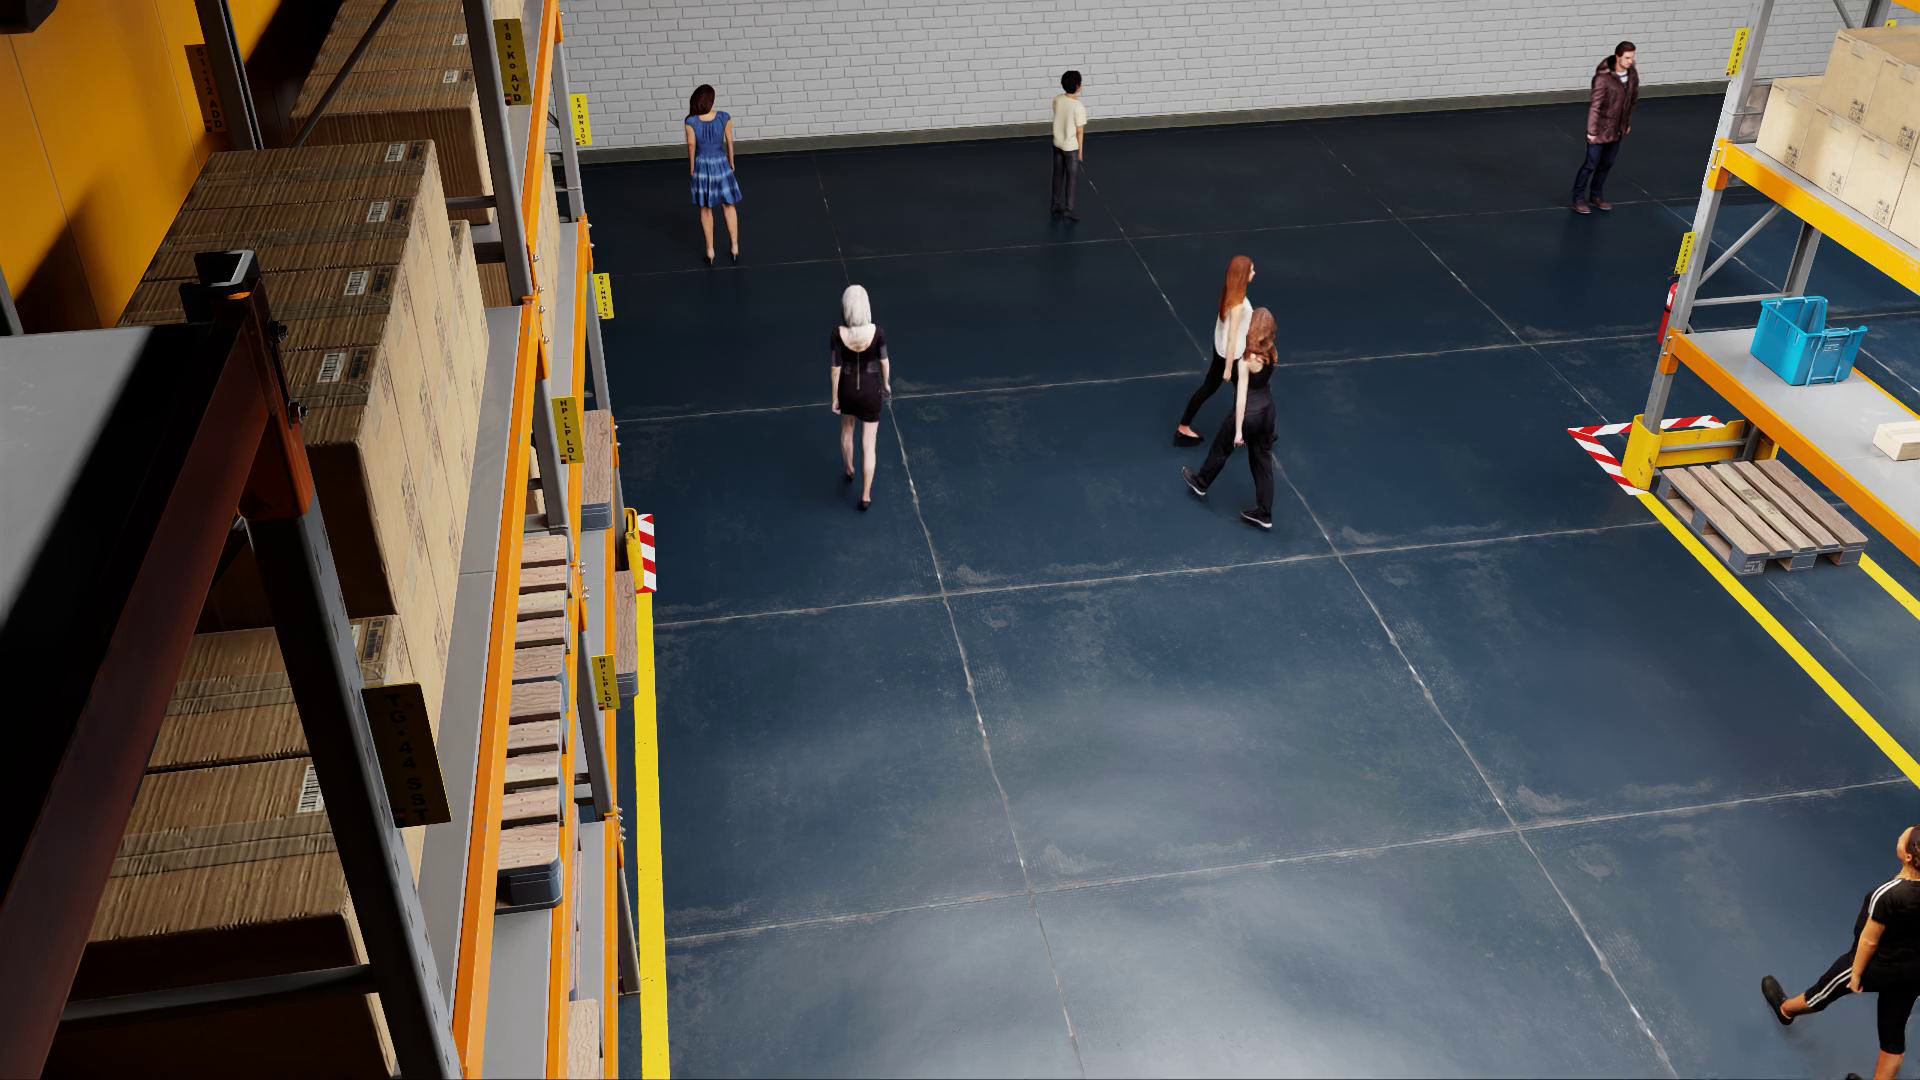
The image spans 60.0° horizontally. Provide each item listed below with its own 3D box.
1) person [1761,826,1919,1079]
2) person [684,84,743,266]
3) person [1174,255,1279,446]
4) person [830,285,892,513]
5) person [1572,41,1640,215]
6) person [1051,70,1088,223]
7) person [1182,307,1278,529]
[{"bbox_3d":[4.515,2.108,8.012,0.599,1.627,1.051,-7,34,-10],"label":"person"},{"bbox_3d":[-2.452,-3.621,16.471,0.702,1.805,0.628,-11,35,-16],"label":"person"},{"bbox_3d":[2.077,-1.481,13.362,0.723,1.683,1.028,-2,34,-3],"label":"person"},{"bbox_3d":[-0.758,-1.027,12.564,0.684,1.809,0.912,1,34,1],"label":"person"},{"bbox_3d":[6.826,-4.372,17.568,0.815,1.841,0.754,-15,36,-21],"label":"person"},{"bbox_3d":[1.122,-4.129,17.435,0.711,1.584,0.603,-28,43,-35],"label":"person"},{"bbox_3d":[2.258,-0.869,12.423,0.961,1.703,1.164,-28,42,-35],"label":"person"}]
